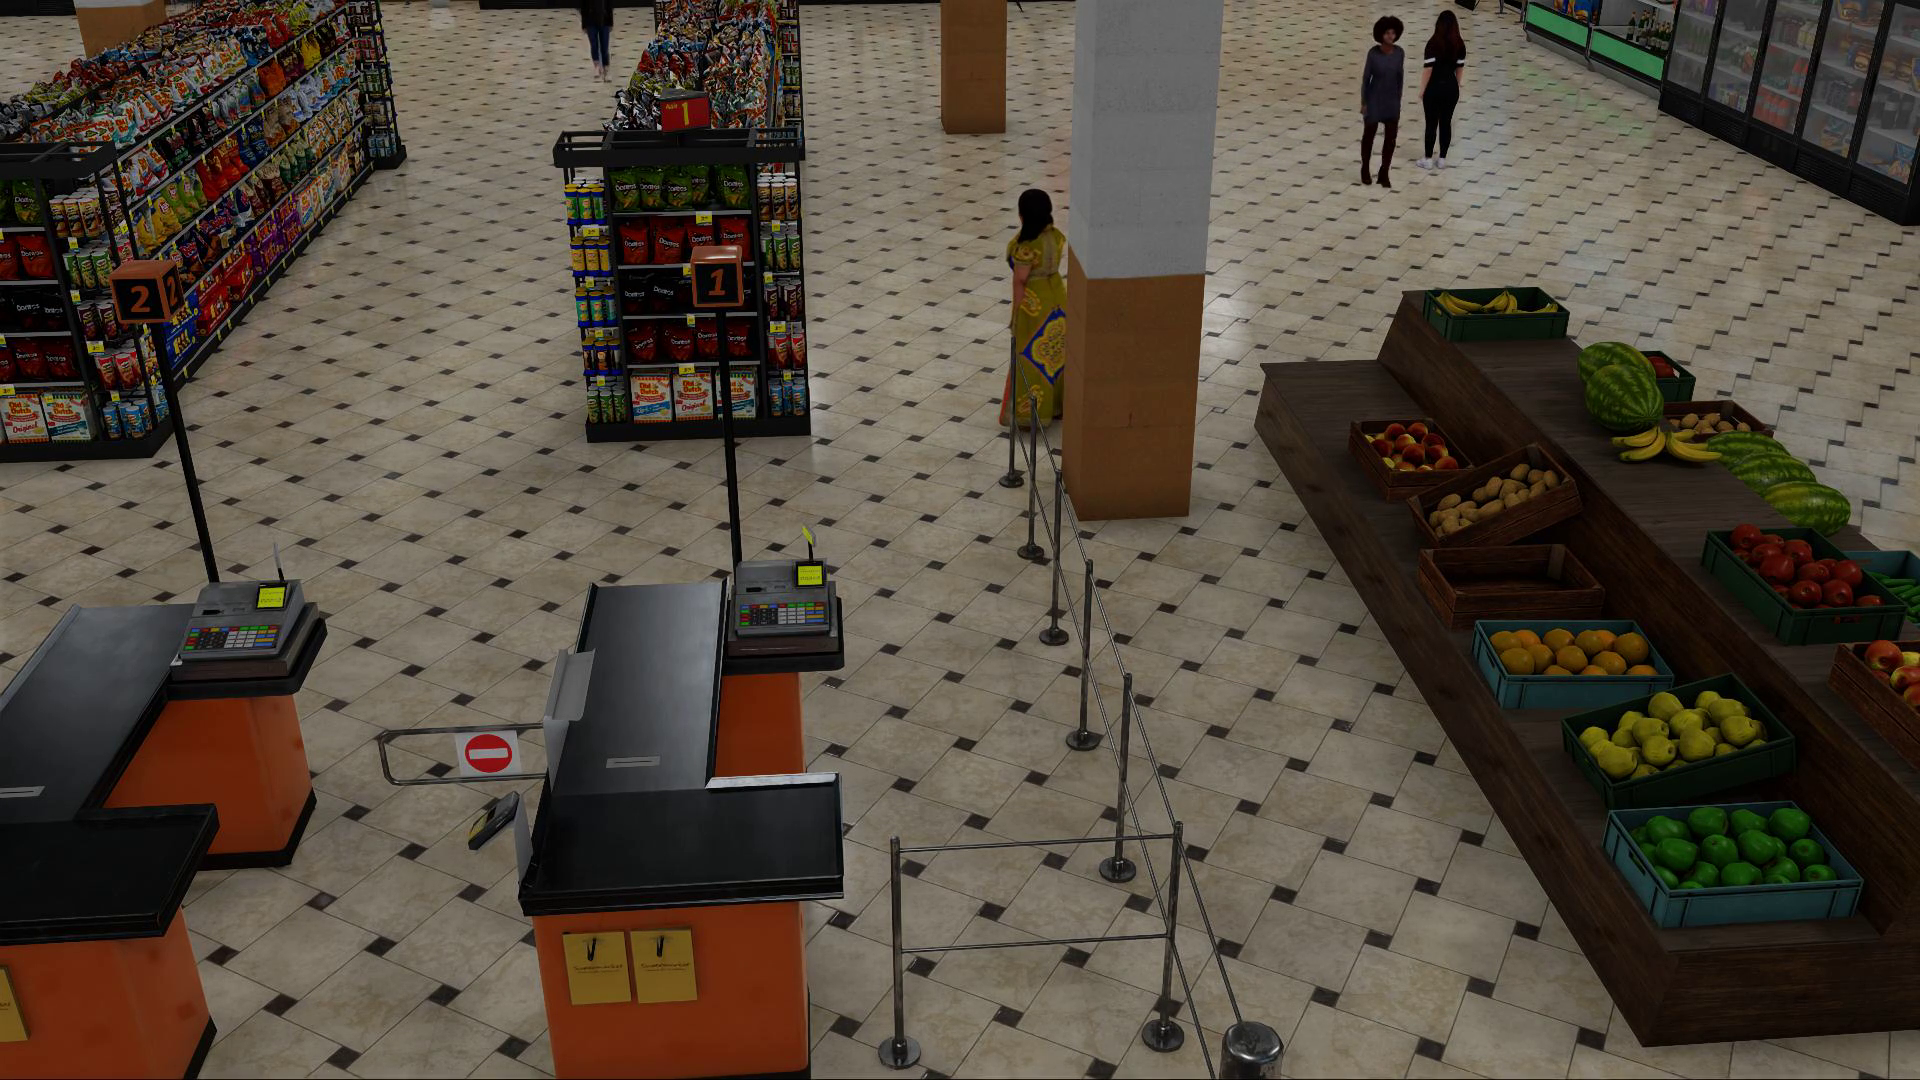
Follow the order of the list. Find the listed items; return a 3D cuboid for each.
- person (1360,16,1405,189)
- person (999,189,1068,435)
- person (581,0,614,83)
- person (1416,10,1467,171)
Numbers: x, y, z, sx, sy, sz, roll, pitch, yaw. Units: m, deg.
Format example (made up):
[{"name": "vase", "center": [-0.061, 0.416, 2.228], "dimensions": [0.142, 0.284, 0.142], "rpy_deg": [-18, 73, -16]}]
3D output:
[{"name": "person", "center": [4.273, -4.485, 17.004], "dimensions": [0.618, 1.695, 0.720], "rpy_deg": [-3, 27, -5]}, {"name": "person", "center": [0.529, -1.559, 11.281], "dimensions": [1.063, 1.653, 0.999], "rpy_deg": [20, 33, 34]}, {"name": "person", "center": [-4.756, -6.758, 21.758], "dimensions": [0.731, 1.450, 1.036], "rpy_deg": [-9, 28, -17]}, {"name": "person", "center": [5.093, -4.769, 17.627], "dimensions": [0.604, 1.638, 0.577], "rpy_deg": [-3, 27, -7]}]
